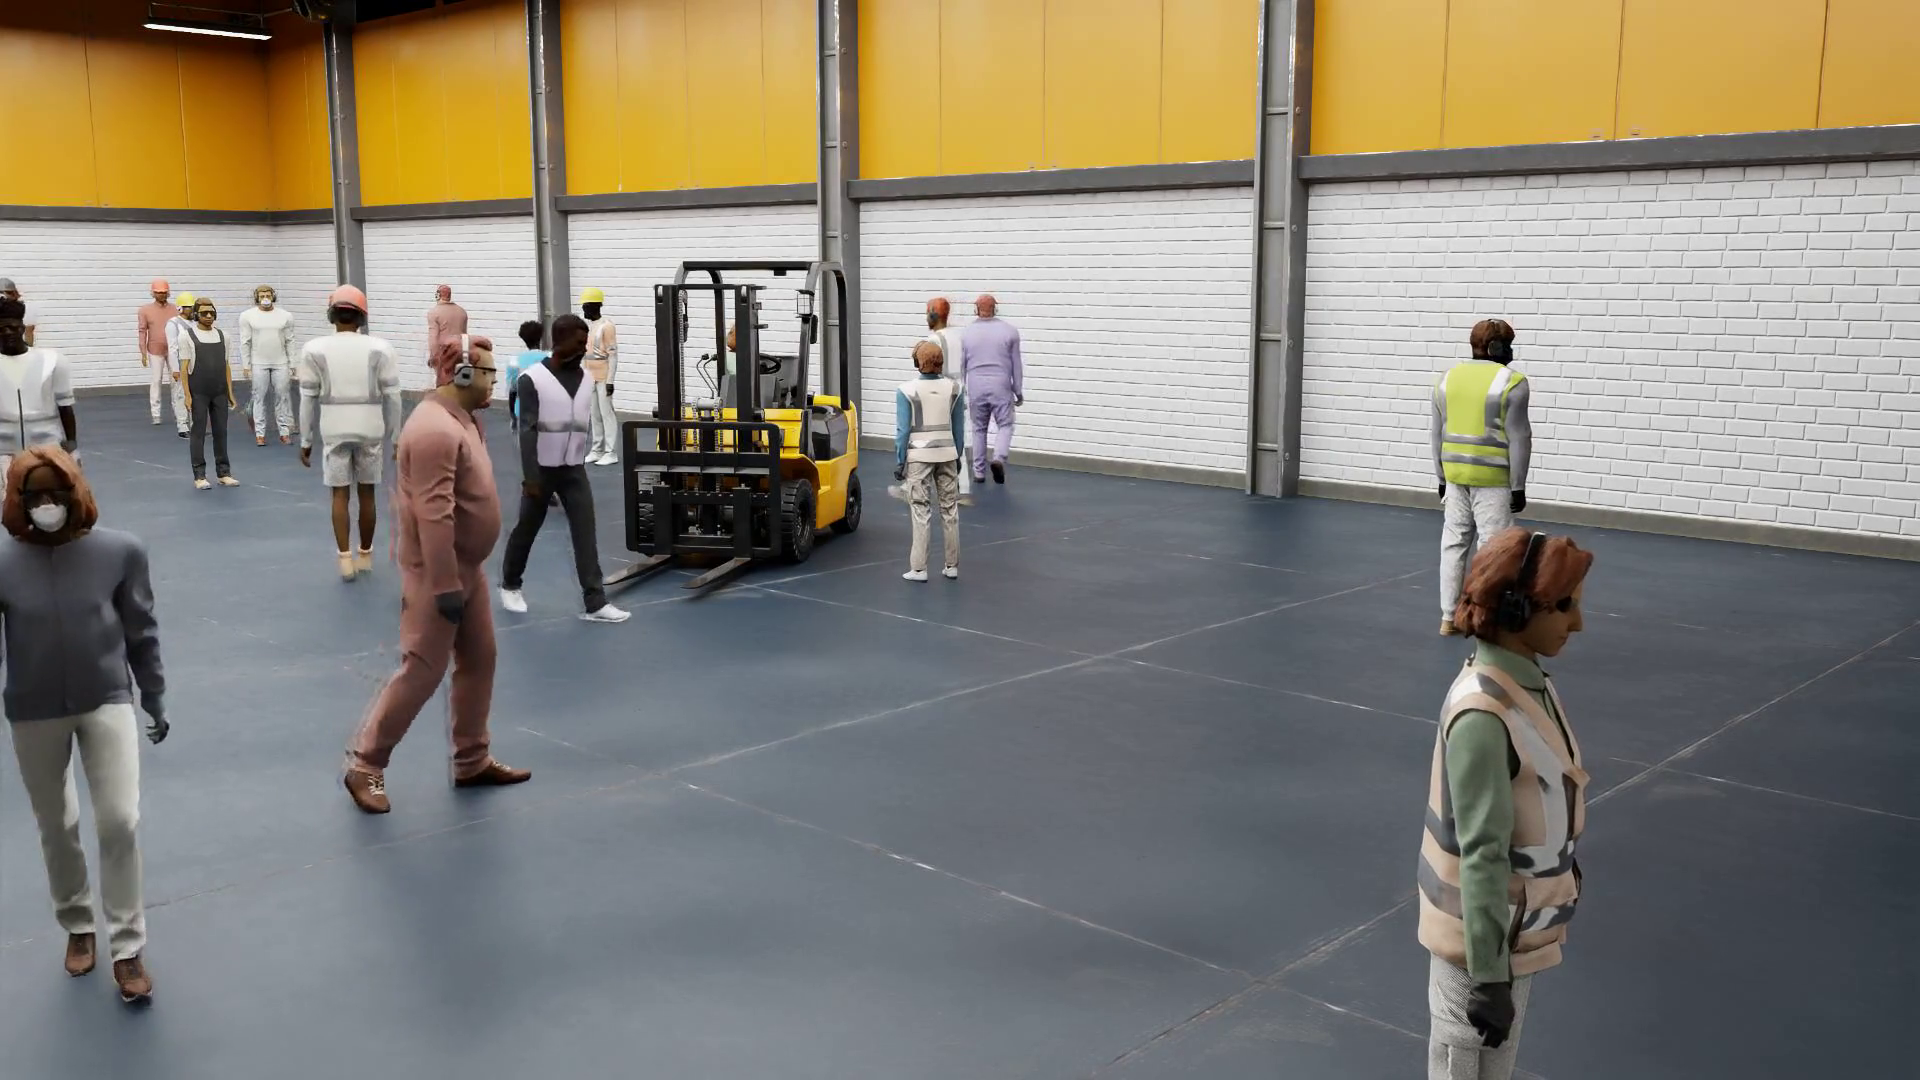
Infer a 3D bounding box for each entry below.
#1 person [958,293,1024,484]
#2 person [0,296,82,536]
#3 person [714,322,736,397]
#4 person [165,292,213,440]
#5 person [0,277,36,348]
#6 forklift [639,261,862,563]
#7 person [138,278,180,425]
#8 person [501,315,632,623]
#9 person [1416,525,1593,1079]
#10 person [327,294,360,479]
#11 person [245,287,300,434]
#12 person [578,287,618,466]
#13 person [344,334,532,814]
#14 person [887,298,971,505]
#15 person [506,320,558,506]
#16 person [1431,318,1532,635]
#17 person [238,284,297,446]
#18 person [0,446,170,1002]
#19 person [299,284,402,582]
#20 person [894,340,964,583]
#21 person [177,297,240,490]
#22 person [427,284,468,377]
[{"bbox_3d":[0.287,-1.473,16.306,0.682,1.889,0.660,1,9,8],"label":"person"},{"bbox_3d":[-6.028,-0.594,10.719,0.642,1.948,0.436,-5,10,-27],"label":"person"},{"bbox_3d":[-2.037,-1.191,15.361,0.499,1.634,0.289,-9,13,-44],"label":"person"},{"bbox_3d":[-9.601,-2.169,20.748,0.404,1.830,0.599,2,10,14],"label":"person"},{"bbox_3d":[-13.695,-2.815,24.074,0.693,2.000,0.886,3,10,17],"label":"person"},{"bbox_3d":[-1.552,-1.040,12.721,1.214,2.155,2.313,2,9,11],"label":"forklift"},{"bbox_3d":[-10.875,-2.574,22.739,0.622,1.991,0.396,-7,11,-35],"label":"person"},{"bbox_3d":[-2.471,-0.442,10.128,1.041,1.852,0.606,7,12,38],"label":"person"},{"bbox_3d":[1.038,0.786,3.226,0.308,1.639,0.511,4,10,23],"label":"person"},{"bbox_3d":[-6.227,-1.560,16.860,0.355,1.883,0.574,-6,11,-34],"label":"person"},{"bbox_3d":[-8.912,-2.307,21.391,0.809,1.912,0.635,7,11,36],"label":"person"},{"bbox_3d":[-3.923,-1.769,18.002,0.384,1.928,0.588,-8,12,-41],"label":"person"},{"bbox_3d":[-2.139,0.120,6.629,0.694,1.872,0.665,-1,9,-5],"label":"person"},{"bbox_3d":[-0.236,-1.242,14.987,0.808,1.850,0.603,5,11,29],"label":"person"},{"bbox_3d":[-3.707,-1.090,14.585,0.548,1.673,0.488,-1,9,-3],"label":"person"},{"bbox_3d":[2.984,-0.338,9.502,0.430,1.841,0.624,-7,11,-35],"label":"person"},{"bbox_3d":[-8.302,-2.098,19.988,0.636,1.939,0.364,-6,11,-32],"label":"person"},{"bbox_3d":[-2.579,0.539,4.810,0.533,1.604,0.714,-5,10,-28],"label":"person"},{"bbox_3d":[-4.169,-0.729,11.391,0.658,2.037,0.518,-3,10,-18],"label":"person"},{"bbox_3d":[-0.202,-0.528,11.273,0.512,1.642,0.312,-4,10,-26],"label":"person"},{"bbox_3d":[-7.257,-1.414,16.078,0.345,1.846,0.508,7,12,37],"label":"person"},{"bbox_3d":[-7.055,-2.547,22.838,0.399,1.908,0.643,6,11,33],"label":"person"}]
